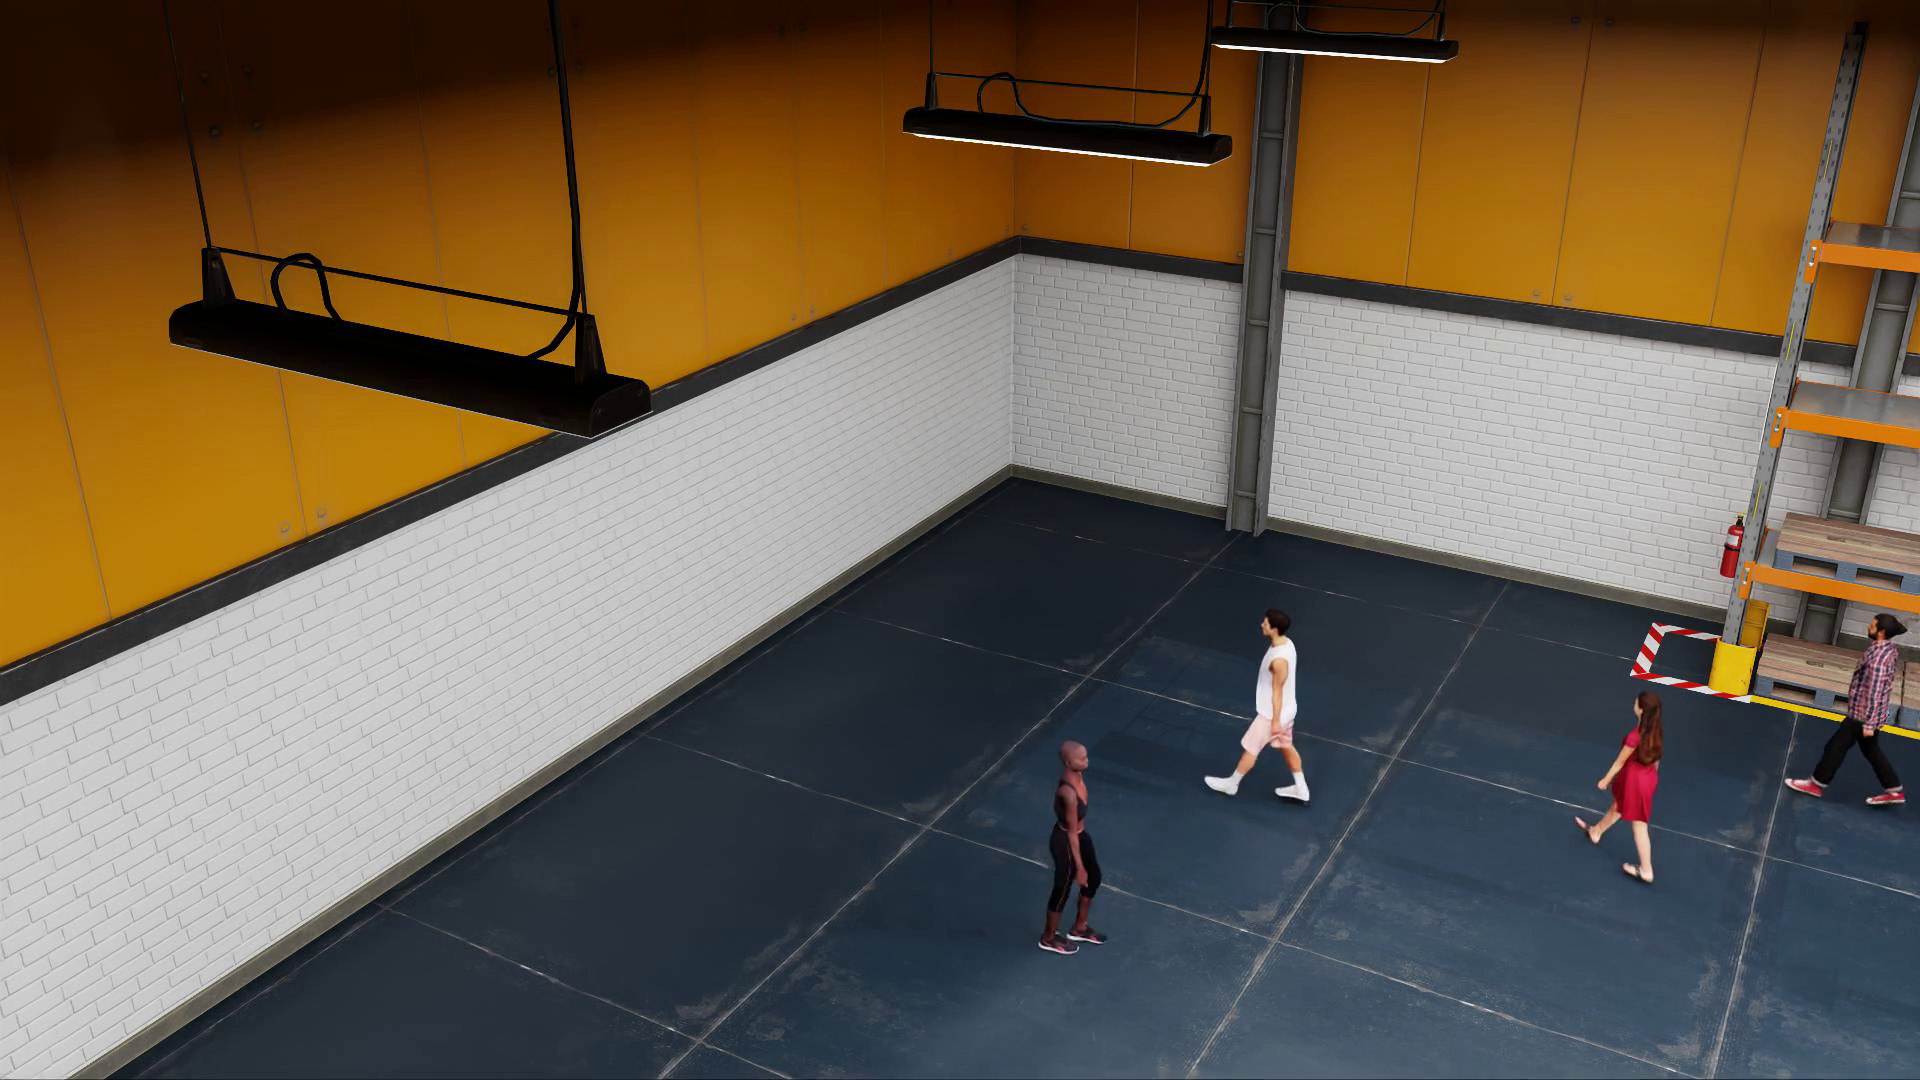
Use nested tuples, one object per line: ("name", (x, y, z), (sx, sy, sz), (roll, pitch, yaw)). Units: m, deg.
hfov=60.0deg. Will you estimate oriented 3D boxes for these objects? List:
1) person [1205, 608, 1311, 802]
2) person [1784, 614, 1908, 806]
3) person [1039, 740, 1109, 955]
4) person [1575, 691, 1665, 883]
("person", (2.672, 1.408, 13.660), (1.123, 1.740, 0.742), (9, 25, 19))
("person", (7.505, 1.423, 13.624), (1.142, 1.742, 0.770), (16, 28, 32))
("person", (0.688, 2.191, 11.868), (0.811, 1.743, 0.727), (5, 24, 10))
("person", (5.257, 1.918, 12.782), (0.808, 1.510, 1.084), (-16, 28, -33))
